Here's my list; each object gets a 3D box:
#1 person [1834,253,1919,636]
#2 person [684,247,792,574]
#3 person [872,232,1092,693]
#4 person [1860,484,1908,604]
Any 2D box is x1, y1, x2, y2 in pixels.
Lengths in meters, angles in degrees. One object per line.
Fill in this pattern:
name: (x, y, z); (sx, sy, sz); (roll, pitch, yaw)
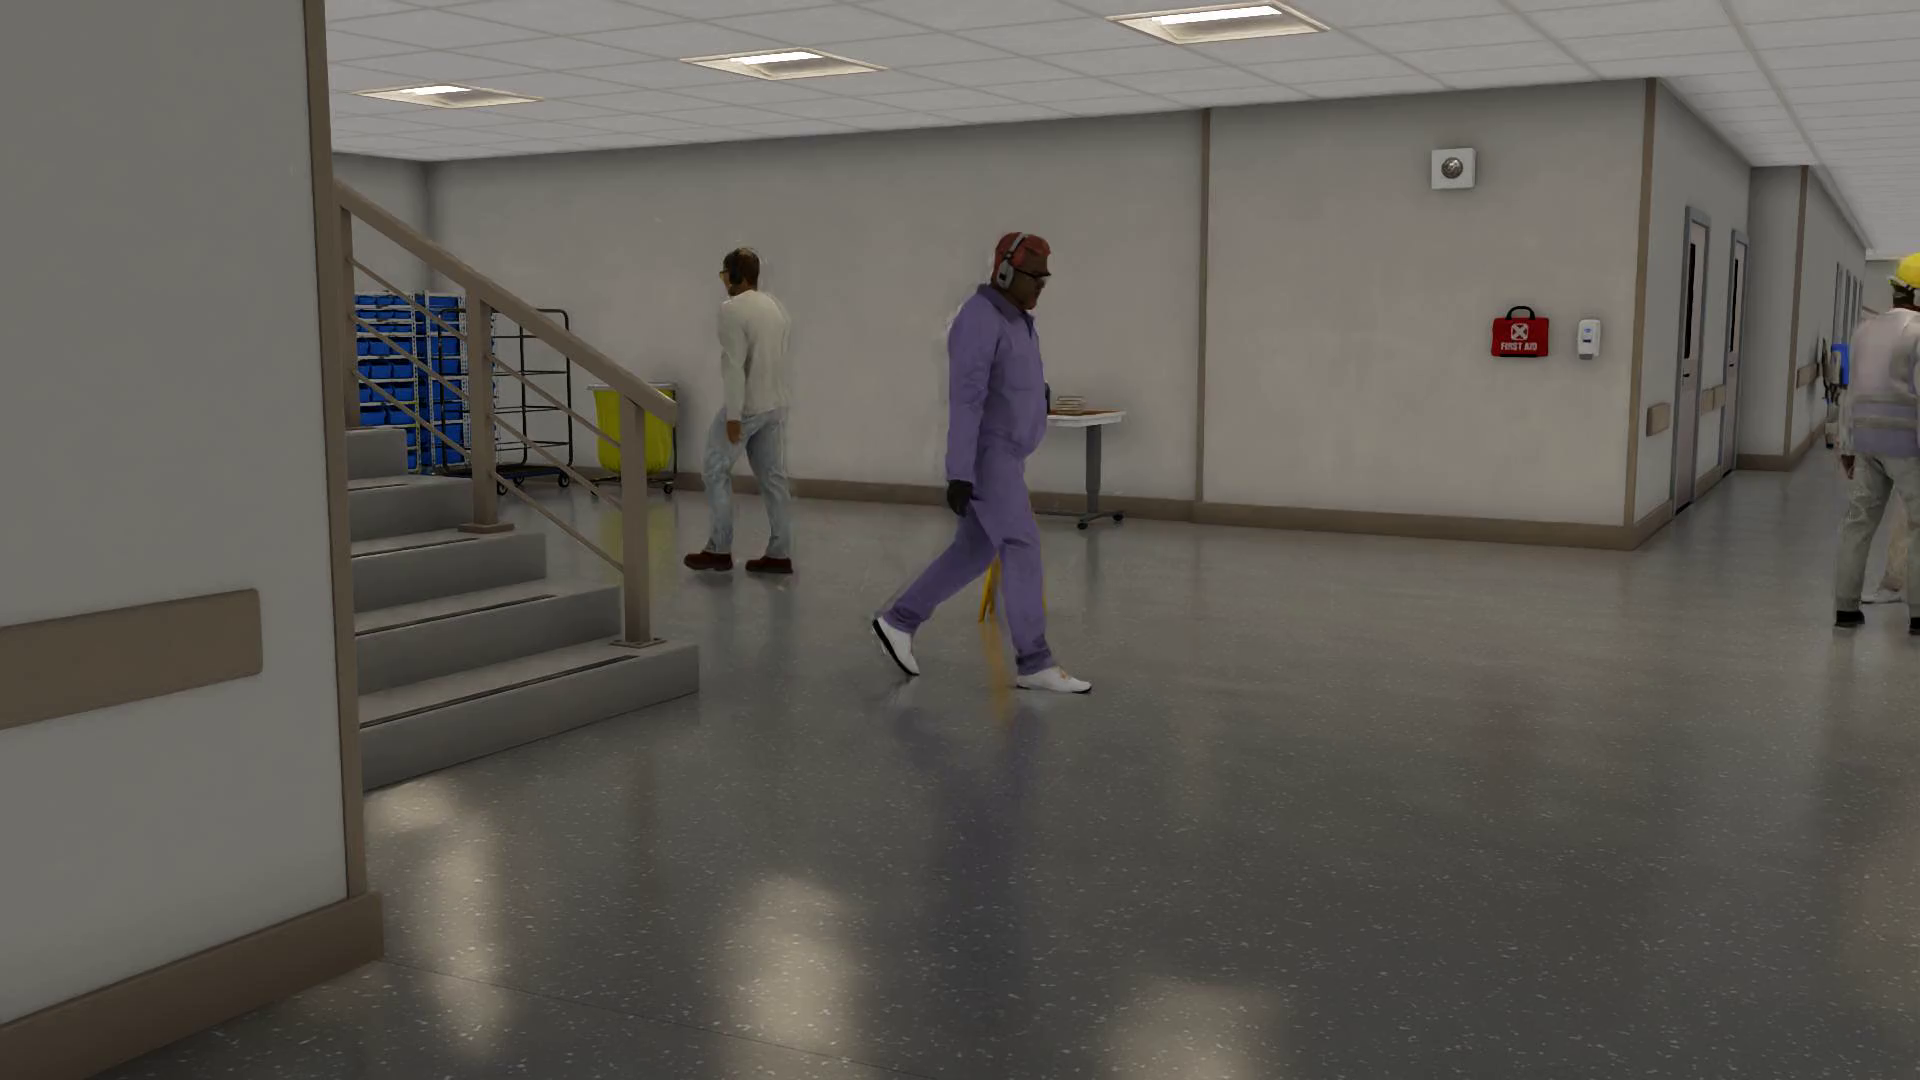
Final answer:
person: (4.510, -0.451, 7.932); (0.508, 1.813, 0.644); (-1, 8, -10)
person: (-1.328, -0.749, 9.797); (0.791, 1.909, 0.666); (3, 8, 24)
person: (0.062, -0.317, 6.750); (0.930, 1.850, 0.713); (2, 8, 15)
person: (5.142, -0.469, 8.829); (0.791, 1.603, 0.507); (-2, 8, -14)
